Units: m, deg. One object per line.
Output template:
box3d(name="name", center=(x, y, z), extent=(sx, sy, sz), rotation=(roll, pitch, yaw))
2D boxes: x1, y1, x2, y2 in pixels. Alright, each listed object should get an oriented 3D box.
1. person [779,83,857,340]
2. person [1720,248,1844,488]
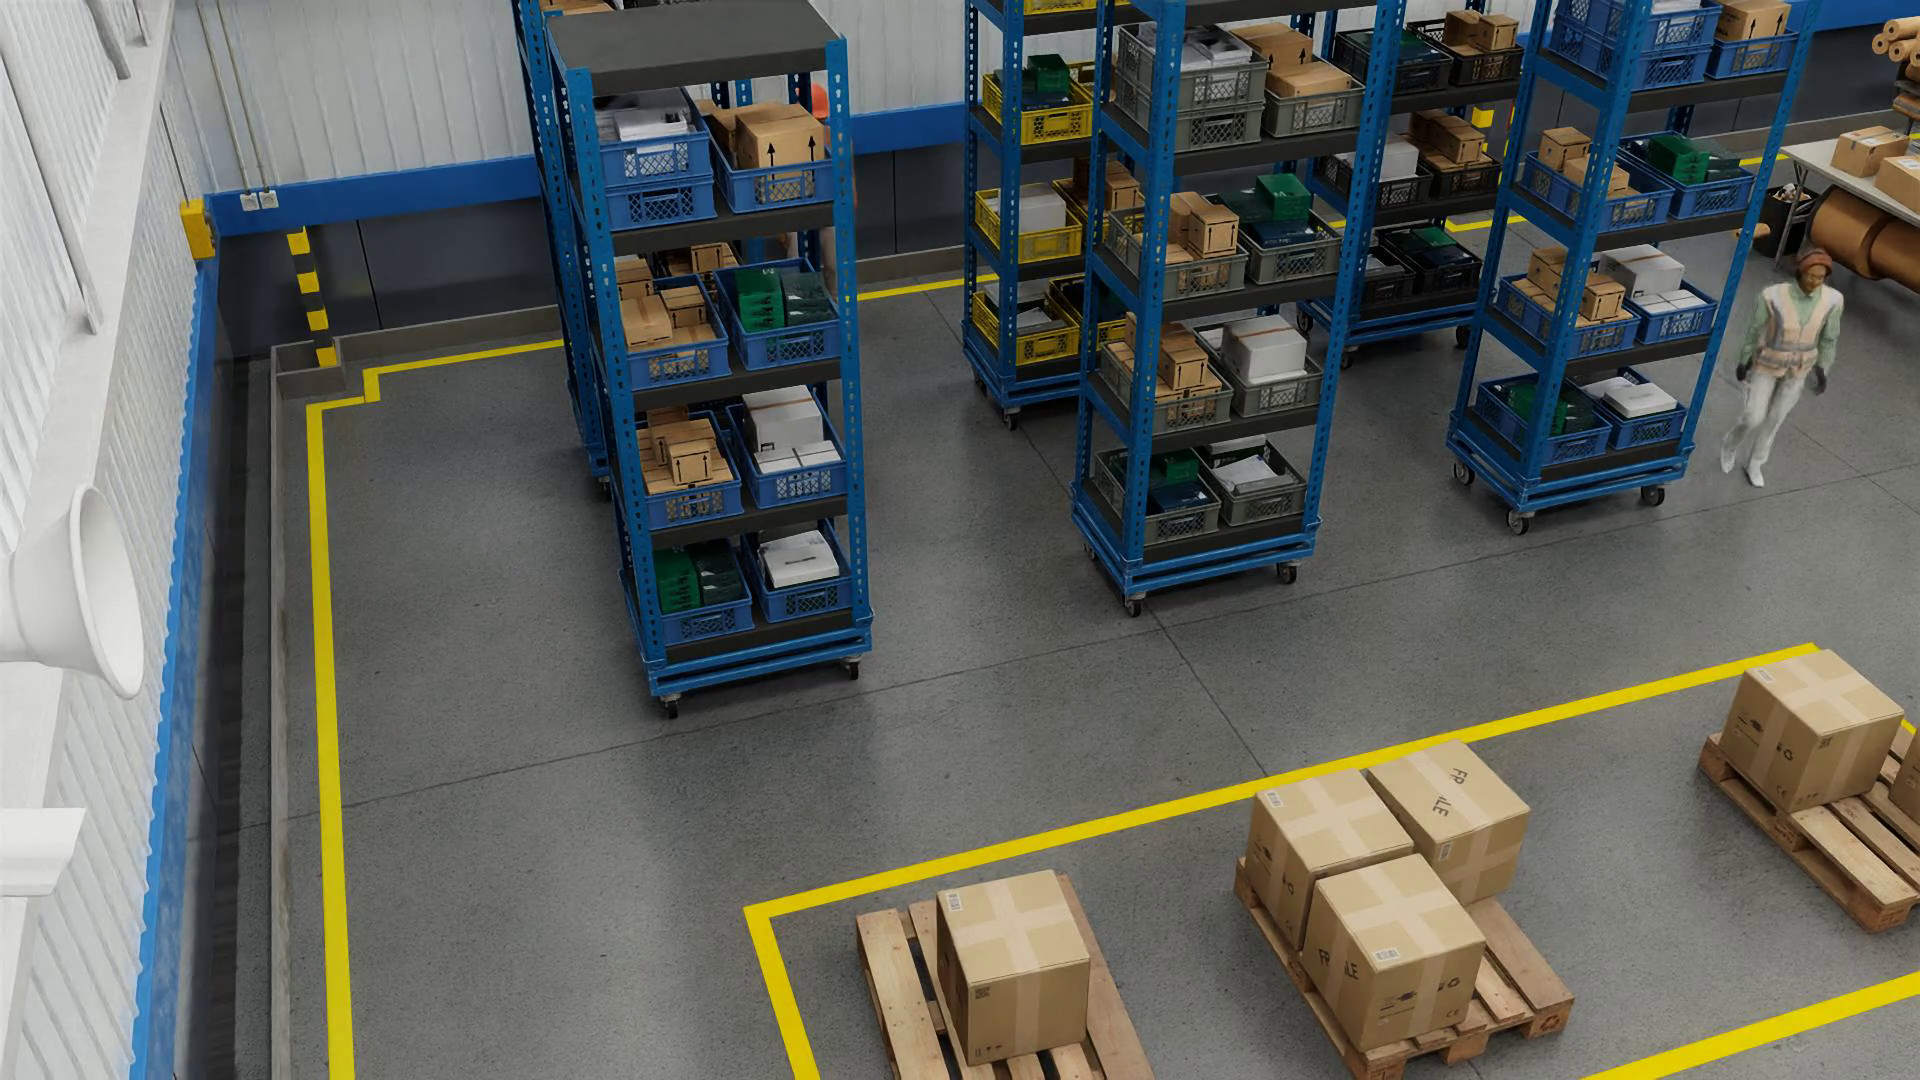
box3d(name="person", center=(-1.018, -2.279, 11.794), extent=(0.605, 1.986, 0.414), rotation=(-8, 36, -12))
box3d(name="person", center=(5.127, -1.062, 10.366), extent=(0.524, 1.629, 0.364), rotation=(2, 35, 3))
